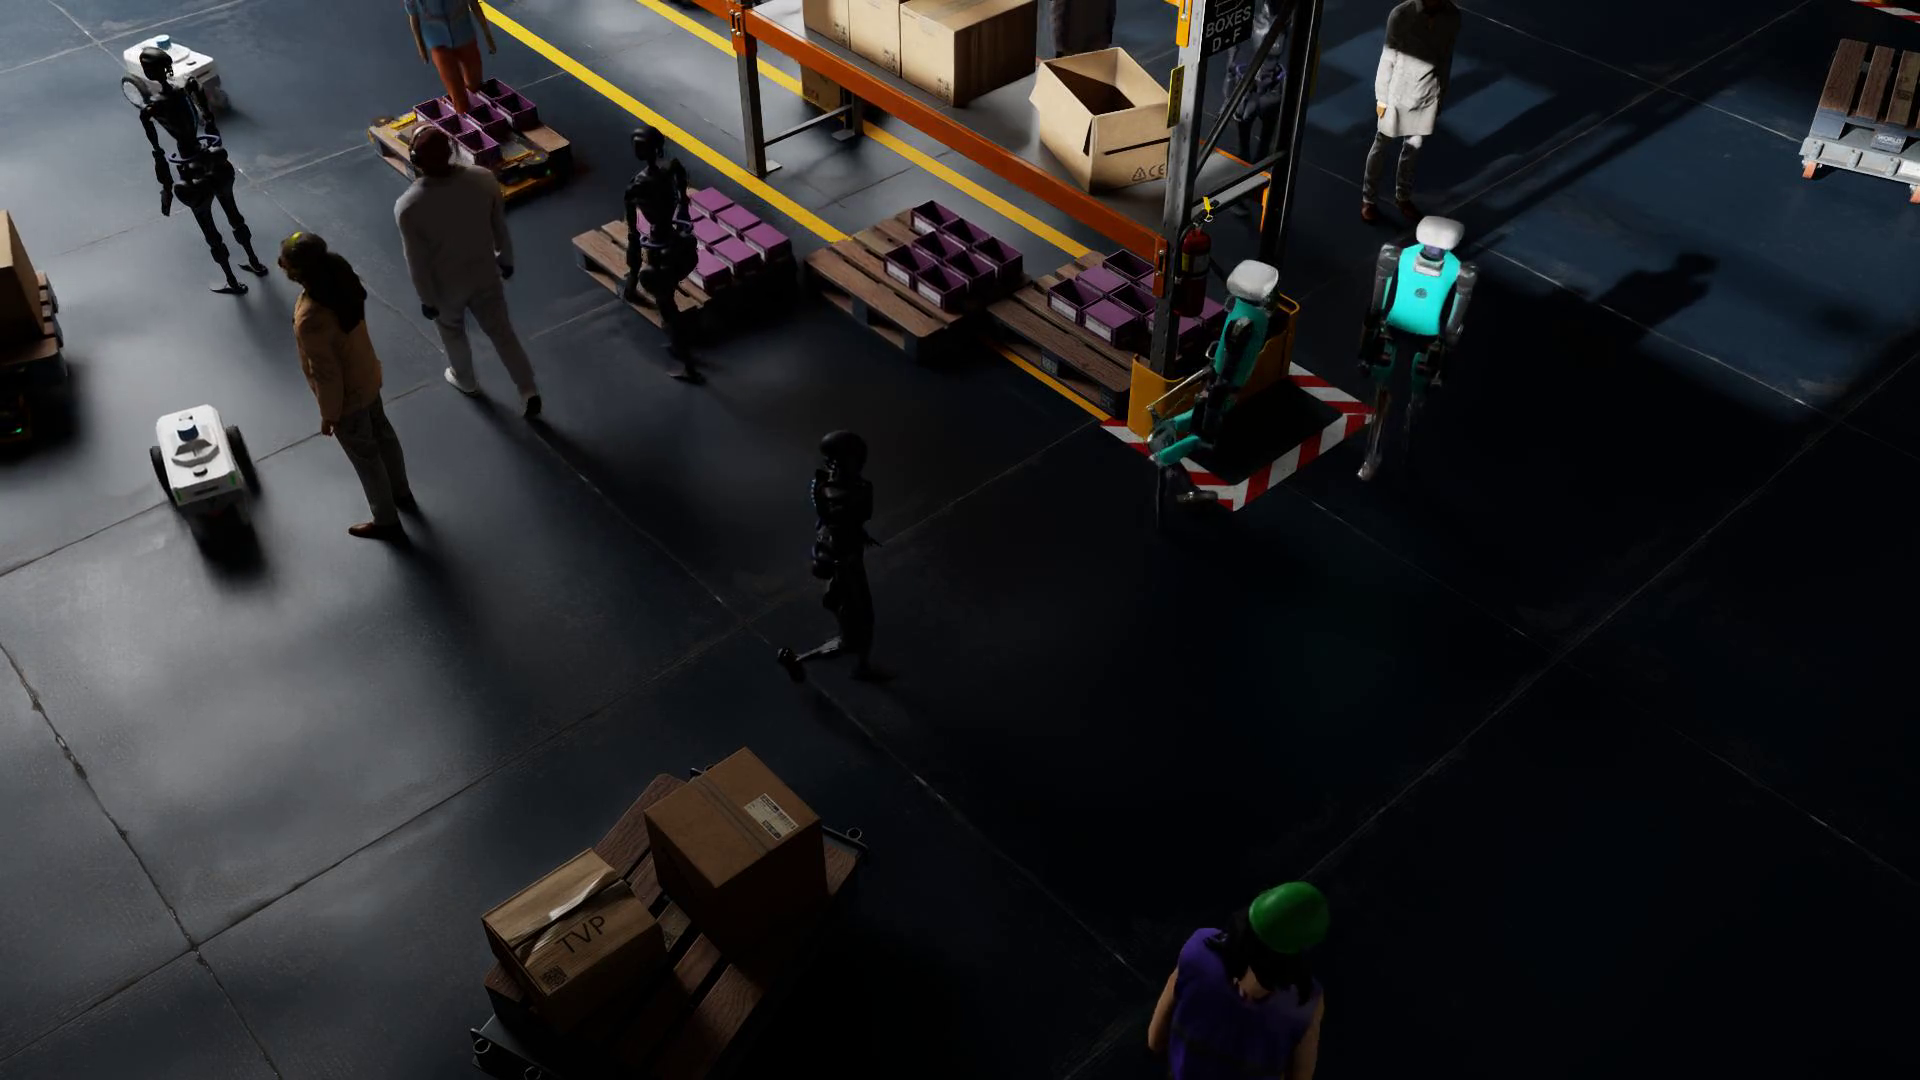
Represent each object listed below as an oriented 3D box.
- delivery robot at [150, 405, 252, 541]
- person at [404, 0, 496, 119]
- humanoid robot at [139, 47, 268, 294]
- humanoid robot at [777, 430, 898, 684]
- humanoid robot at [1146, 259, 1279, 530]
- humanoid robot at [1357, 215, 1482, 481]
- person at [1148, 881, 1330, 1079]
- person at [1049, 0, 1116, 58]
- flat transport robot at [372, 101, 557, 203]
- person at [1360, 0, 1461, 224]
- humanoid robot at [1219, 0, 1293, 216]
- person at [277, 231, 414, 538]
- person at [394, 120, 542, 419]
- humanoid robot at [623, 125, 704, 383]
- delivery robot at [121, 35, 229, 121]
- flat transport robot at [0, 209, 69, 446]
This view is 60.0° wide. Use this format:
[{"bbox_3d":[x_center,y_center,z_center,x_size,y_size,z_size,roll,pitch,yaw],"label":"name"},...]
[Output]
[{"bbox_3d":[-4.255,-0.417,9.326,0.499,0.580,0.756,-19,46,-20],"label":"delivery robot"},{"bbox_3d":[-3.673,-3.653,11.987,0.556,1.734,0.755,-16,45,-17],"label":"person"},{"bbox_3d":[-4.868,-2.352,10.603,0.315,1.657,0.599,15,45,16],"label":"humanoid robot"},{"bbox_3d":[-0.614,0.095,7.967,0.587,1.637,0.614,2,43,2],"label":"humanoid robot"},{"bbox_3d":[1.218,-0.709,8.843,0.763,1.871,0.532,17,45,18],"label":"humanoid robot"},{"bbox_3d":[2.498,-1.067,9.206,0.547,1.842,0.704,15,45,16],"label":"humanoid robot"},{"bbox_3d":[0.932,1.869,5.870,0.588,1.893,0.573,19,46,20],"label":"person"},{"bbox_3d":[0.890,-3.619,11.951,0.582,1.721,0.445,-19,46,-20],"label":"person"},{"bbox_3d":[-3.652,-2.850,12.195,1.431,0.231,0.659,33,52,31],"label":"flat transport robot"},{"bbox_3d":[3.038,-3.001,11.207,0.503,1.832,0.365,-4,43,-5],"label":"person"},{"bbox_3d":[2.072,-3.009,11.333,0.612,1.656,0.463,-9,43,-10],"label":"humanoid robot"},{"bbox_3d":[-3.219,-0.814,8.795,0.414,1.876,0.553,2,43,3],"label":"person"},{"bbox_3d":[-2.842,-1.526,9.569,0.651,1.875,0.855,-31,51,-29],"label":"person"},{"bbox_3d":[-1.782,-1.694,9.903,0.500,1.642,0.584,21,47,21],"label":"humanoid robot"},{"bbox_3d":[-6.062,-3.584,12.790,0.781,0.605,0.499,22,47,22],"label":"delivery robot"},{"bbox_3d":[-6.094,-0.992,10.174,0.659,0.231,1.431,-18,46,-19],"label":"flat transport robot"}]
